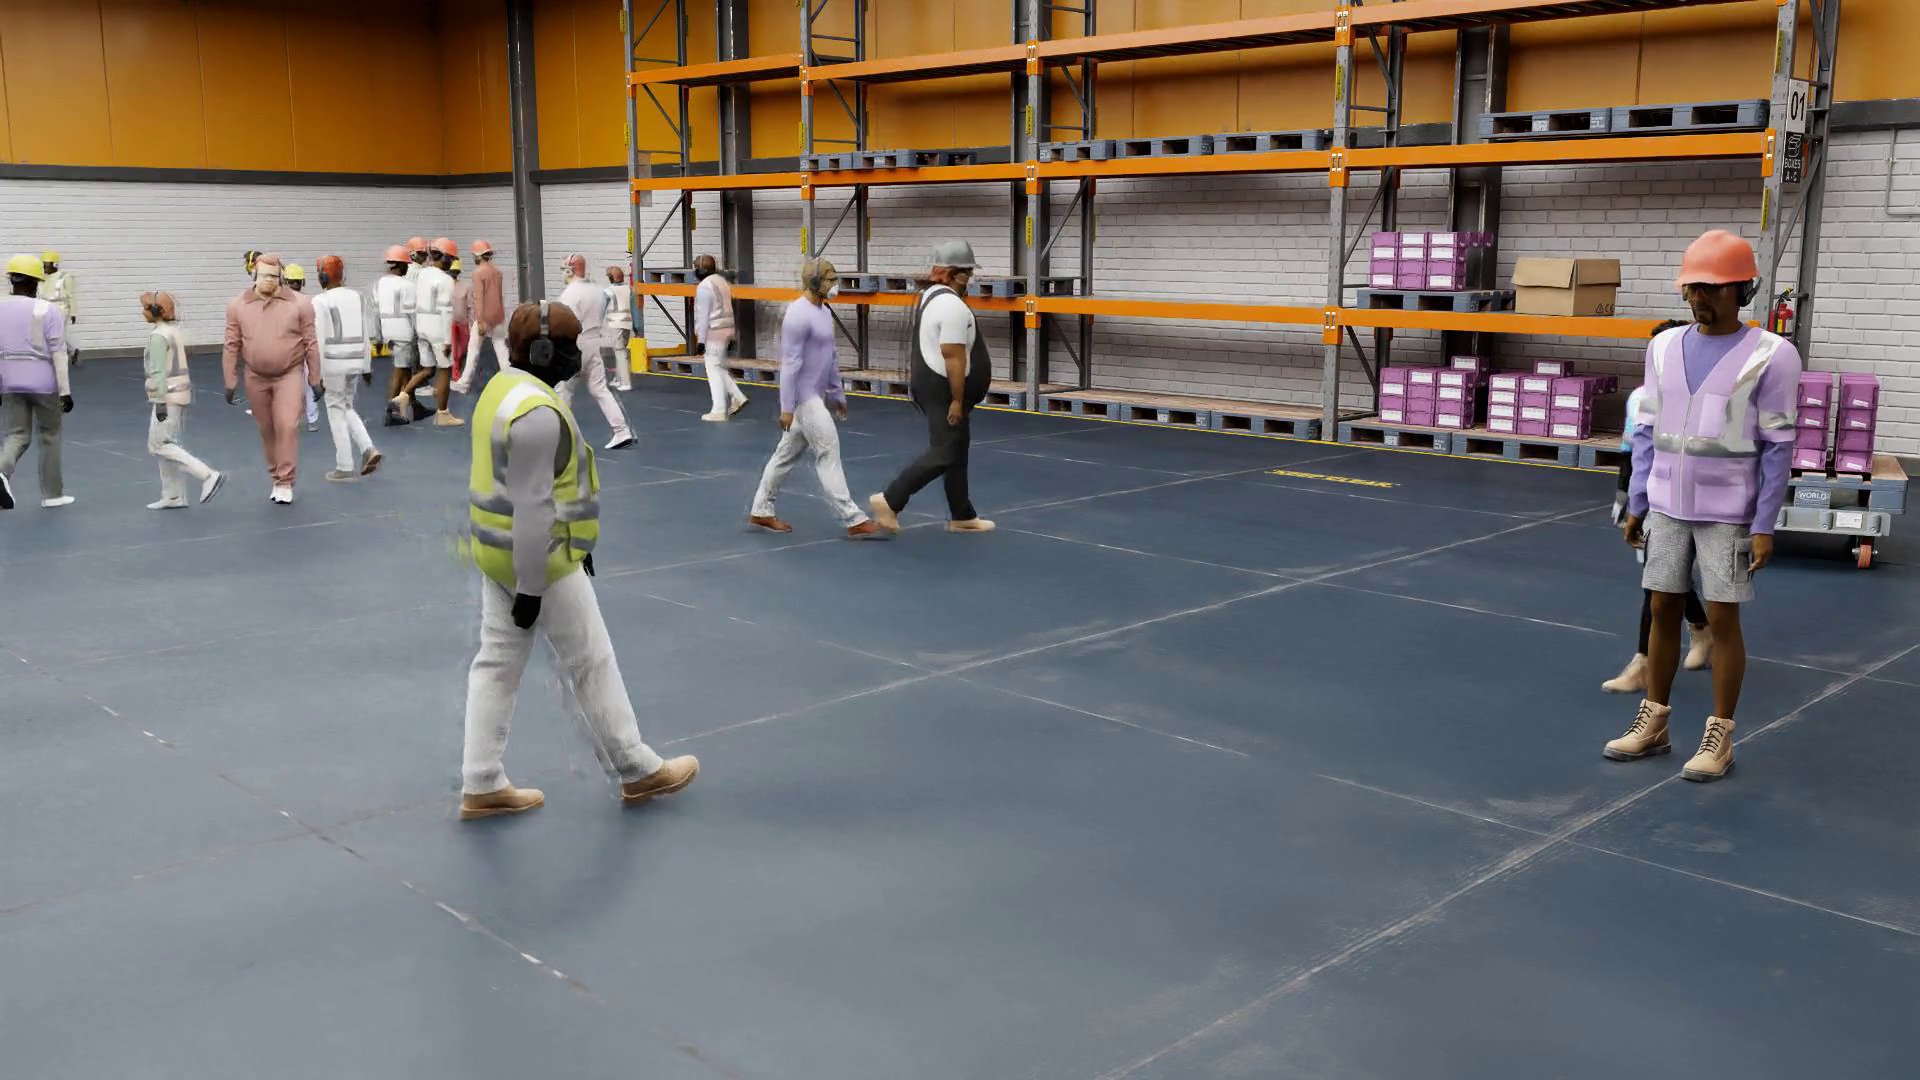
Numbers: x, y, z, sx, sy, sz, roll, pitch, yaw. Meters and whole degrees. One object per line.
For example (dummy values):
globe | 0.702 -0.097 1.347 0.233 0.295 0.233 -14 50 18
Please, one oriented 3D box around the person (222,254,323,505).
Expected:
person | -5.194 -1.191 12.492 0.679 1.865 0.848 -2 11 -8

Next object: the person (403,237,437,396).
person | -6.858 -2.833 21.120 0.376 1.995 0.609 -1 10 -4

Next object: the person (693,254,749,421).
person | -2.670 -2.206 18.194 0.476 1.822 0.638 2 11 12

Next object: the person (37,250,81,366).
person | -13.599 -3.467 25.104 0.600 1.809 0.772 2 11 13

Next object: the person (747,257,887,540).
person | -0.991 -0.939 11.131 1.053 1.882 0.651 2 11 8

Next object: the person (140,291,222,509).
person | -5.778 -1.018 12.230 0.457 1.619 0.527 -3 11 -15

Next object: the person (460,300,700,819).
person | -1.368 0.071 5.819 0.902 1.798 0.622 -6 12 -30

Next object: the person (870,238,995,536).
person | -0.182 -1.018 11.096 0.851 2.000 0.695 -3 11 -14

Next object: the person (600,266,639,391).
person | -4.529 -2.760 21.736 0.724 1.607 0.551 9 13 39

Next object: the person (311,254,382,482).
person | -5.086 -1.403 13.664 0.435 1.866 0.608 4 11 22

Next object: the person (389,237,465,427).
person | -5.550 -2.141 17.336 0.680 2.001 0.768 9 14 40

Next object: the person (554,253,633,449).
person | -3.566 -1.767 15.700 1.009 1.862 0.655 3 11 18

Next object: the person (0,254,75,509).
person | -6.854 -1.141 12.172 0.590 1.897 0.709 0 10 0

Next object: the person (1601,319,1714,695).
person | 3.237 -0.165 7.487 0.826 1.667 0.540 -5 11 -24

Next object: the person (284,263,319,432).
person | -6.904 -2.018 17.381 0.531 1.746 0.721 -4 11 -20

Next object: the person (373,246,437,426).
person | -5.931 -2.196 17.900 0.559 1.899 0.895 7 12 32

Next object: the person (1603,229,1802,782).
person | 2.762 -0.123 6.210 0.379 2.043 0.605 -8 13 -35

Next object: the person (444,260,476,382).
person | -6.782 -2.926 22.292 0.523 1.744 0.702 -7 12 -32

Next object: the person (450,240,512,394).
person | -6.110 -2.821 21.158 0.933 1.951 0.641 4 11 21

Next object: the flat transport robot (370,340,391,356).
flat transport robot | -9.823 -3.262 28.162 0.652 0.197 1.431 -6 12 -31

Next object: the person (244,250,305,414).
person | -7.818 -2.337 18.800 0.568 1.855 0.549 1 10 3
